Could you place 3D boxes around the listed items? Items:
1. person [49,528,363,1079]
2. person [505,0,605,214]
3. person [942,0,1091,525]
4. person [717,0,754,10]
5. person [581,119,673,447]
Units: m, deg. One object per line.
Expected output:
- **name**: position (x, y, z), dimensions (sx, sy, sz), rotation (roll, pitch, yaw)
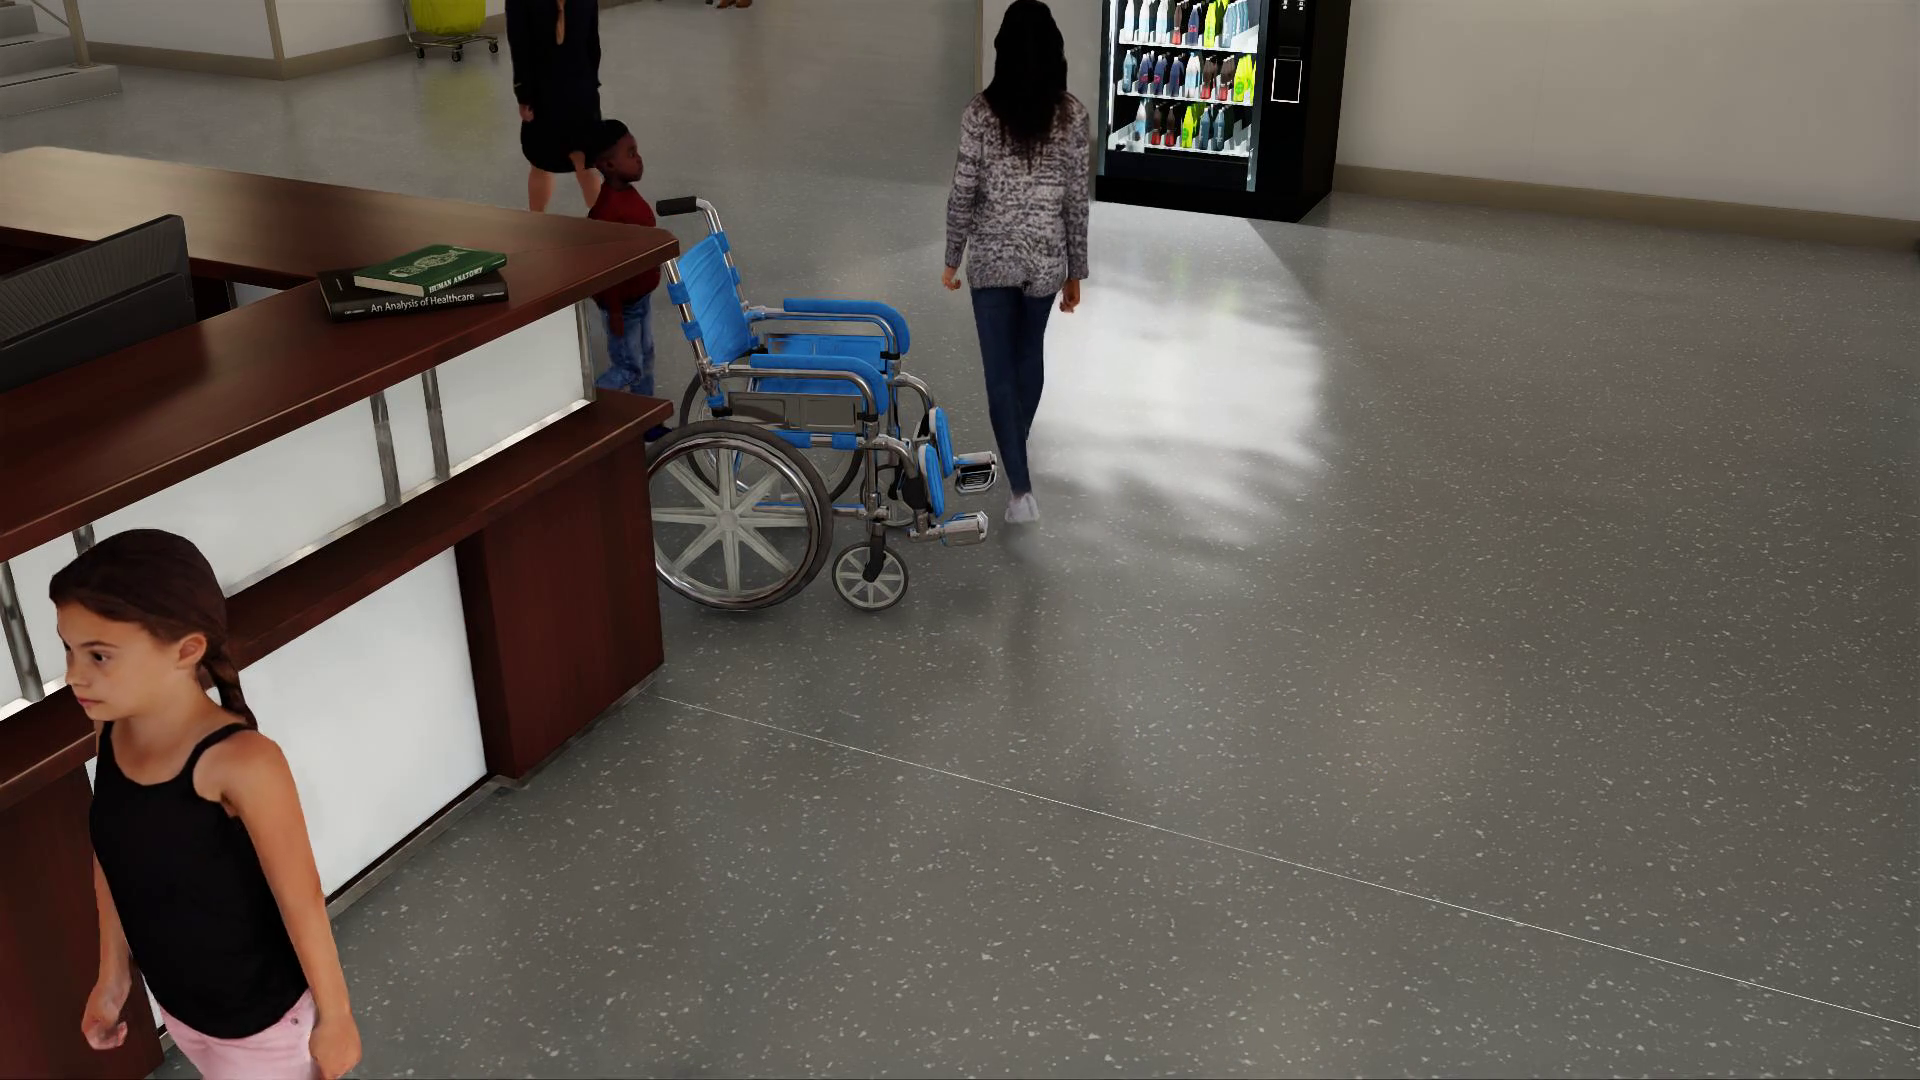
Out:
- **person**: position (-1.034, 0.676, 2.522), dimensions (0.981, 1.527, 0.686), rotation (15, 30, 29)
- **person**: position (-1.932, -2.130, 8.232), dimensions (0.974, 1.622, 1.188), rotation (-22, 33, -38)
- **person**: position (0.196, -0.869, 5.533), dimensions (1.163, 1.693, 1.122), rotation (-5, 26, -10)
- **person**: position (-2.194, -6.157, 16.427), dimensions (0.662, 1.714, 0.755), rotation (10, 27, 19)
- **person**: position (-1.294, -0.903, 6.119), dimensions (0.745, 1.245, 0.618), rotation (3, 26, 6)
